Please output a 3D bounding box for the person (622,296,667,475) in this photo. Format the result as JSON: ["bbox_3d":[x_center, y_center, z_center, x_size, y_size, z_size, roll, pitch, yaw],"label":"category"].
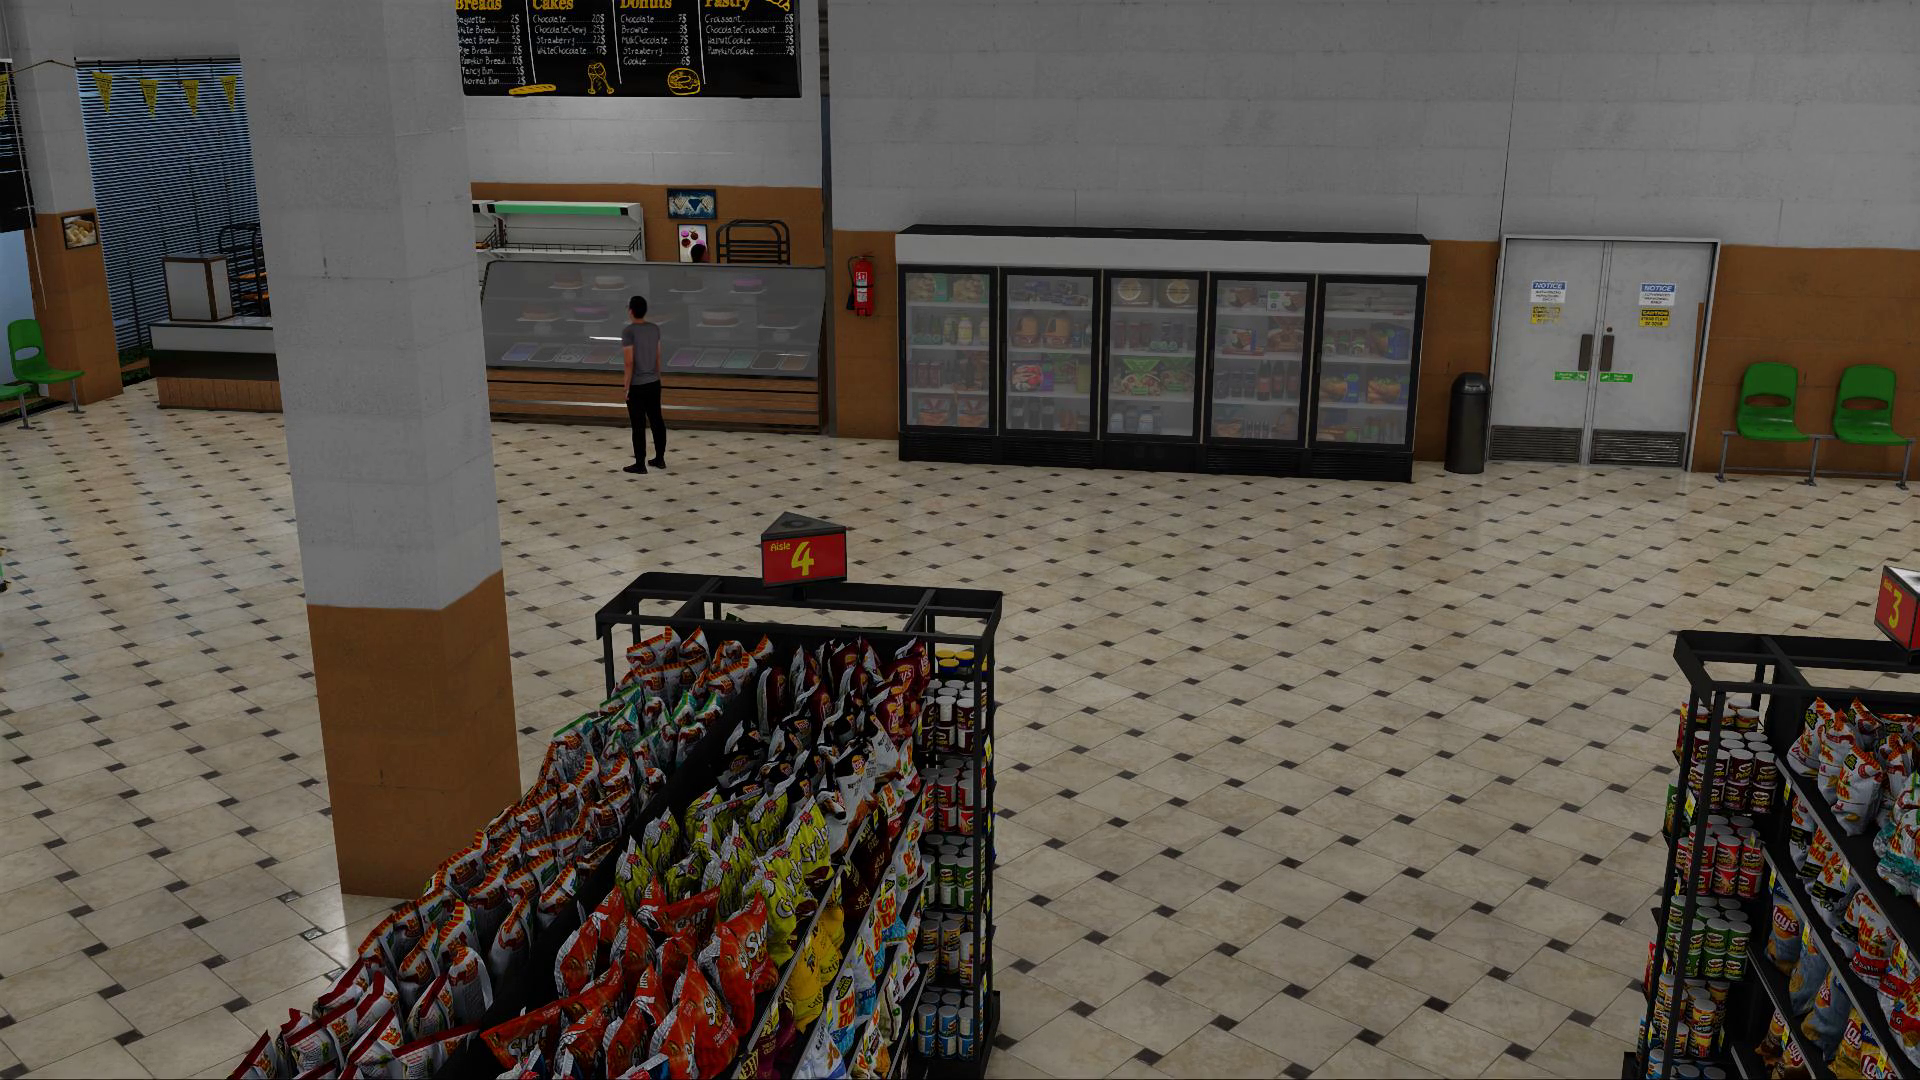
[{"bbox_3d":[-3.132,-1.544,16.425,0.757,1.755,0.640,13,21,36],"label":"person"}]
